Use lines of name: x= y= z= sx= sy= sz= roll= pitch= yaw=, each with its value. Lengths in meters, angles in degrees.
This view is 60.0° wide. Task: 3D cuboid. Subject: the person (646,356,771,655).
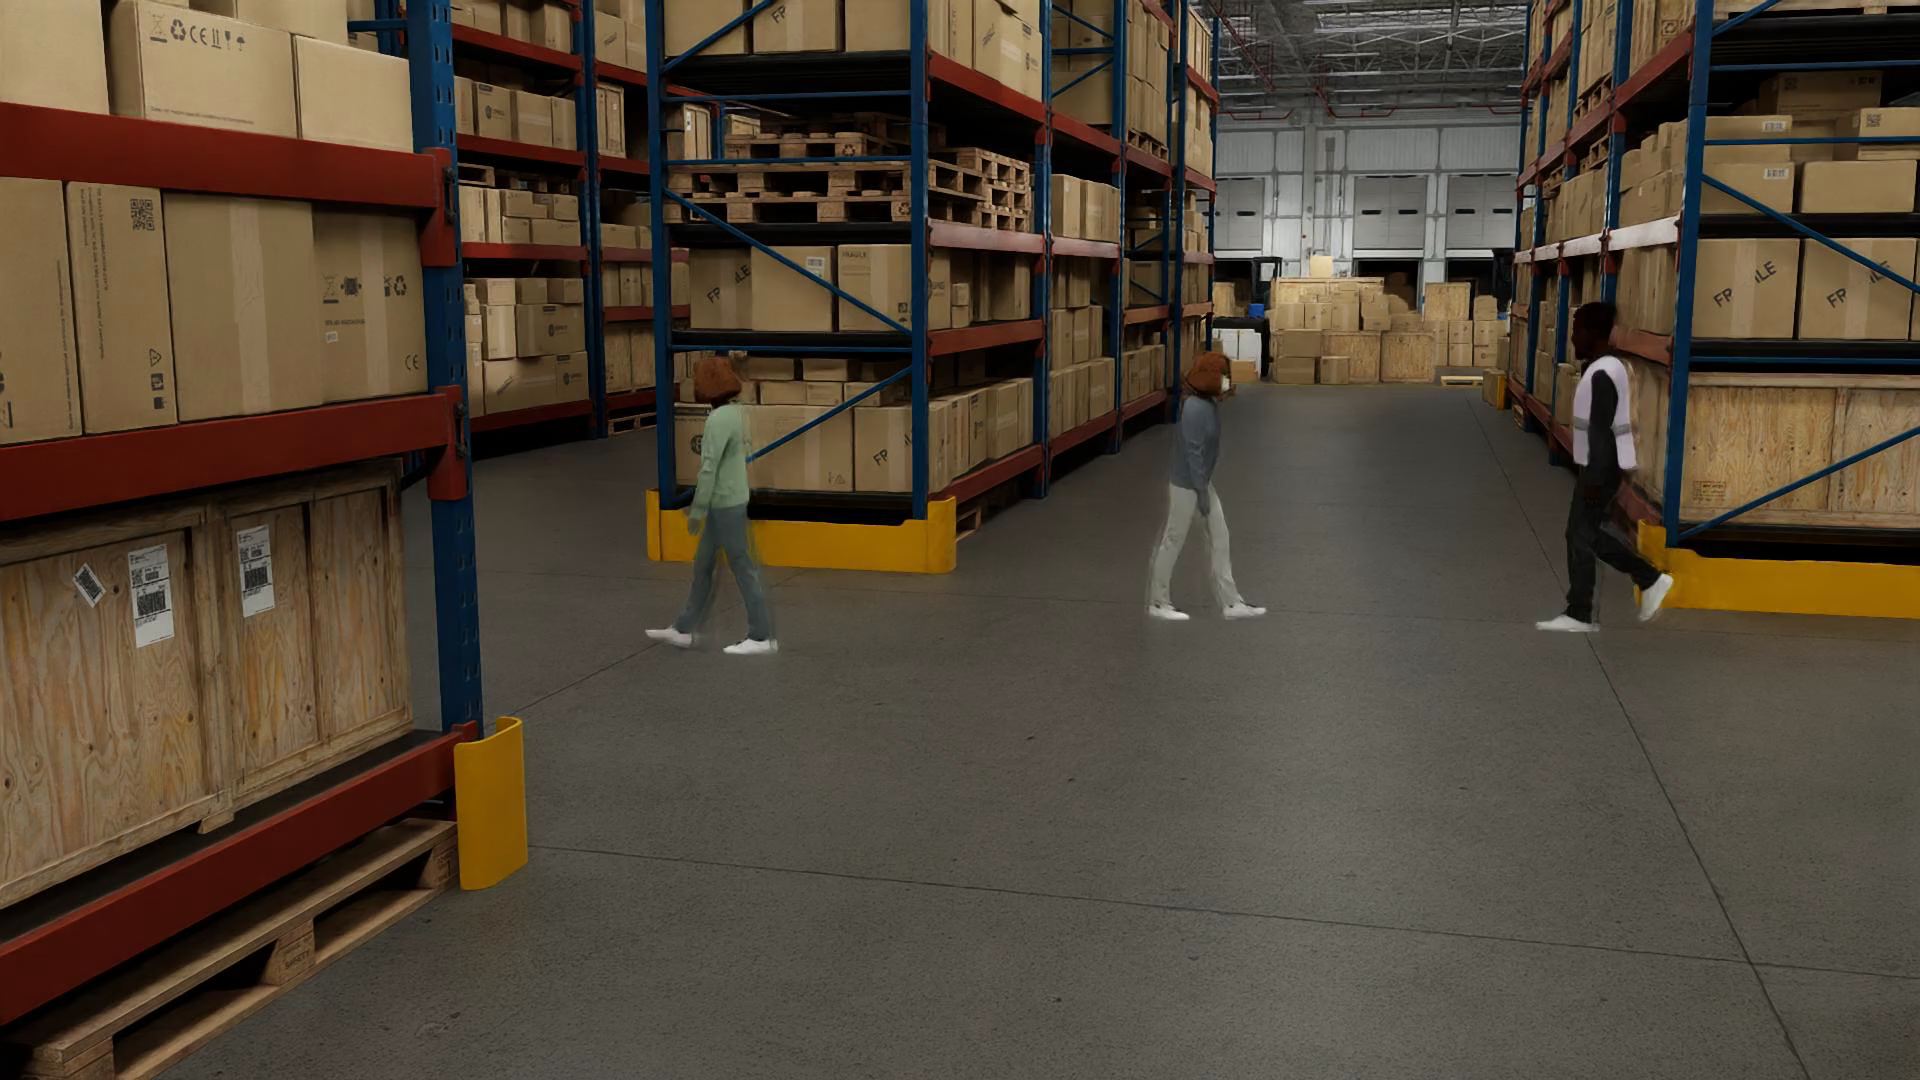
person: x=-1.375 y=-0.172 z=8.882 sx=0.775 sy=1.597 sz=0.527 roll=0 pitch=9 yaw=0

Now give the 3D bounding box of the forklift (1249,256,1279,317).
forklift: x=11.325 y=-9.117 z=61.693 sx=1.129 sy=2.768 sz=1.873 roll=2 pitch=9 yaw=15

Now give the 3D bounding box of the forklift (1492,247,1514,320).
forklift: x=14.408 y=-6.284 z=43.693 sx=1.873 sy=2.768 sz=1.129 roll=-8 pitch=12 yaw=-41

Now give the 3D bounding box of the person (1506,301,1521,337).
person: x=10.982 y=-4.032 z=32.259 sx=0.641 sy=1.964 sz=0.797 roll=-5 pitch=10 yaw=-29

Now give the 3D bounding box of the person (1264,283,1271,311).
person: x=10.086 y=-7.386 z=53.680 sx=0.371 sy=1.941 sz=0.627 roll=-8 pitch=12 yaw=-43

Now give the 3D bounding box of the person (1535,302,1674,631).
person: x=3.698 y=-0.399 z=9.461 sx=0.645 sy=1.899 sz=0.612 roll=3 pitch=9 yaw=18

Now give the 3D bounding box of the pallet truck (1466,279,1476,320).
pallet truck: x=18.896 y=-8.459 z=60.307 sx=1.885 sy=1.965 sz=0.823 roll=5 pitch=10 yaw=31

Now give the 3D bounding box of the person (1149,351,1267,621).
person: x=1.455 y=-0.295 z=9.701 sx=0.787 sy=1.593 sz=0.530 roll=4 pitch=10 yaw=25
